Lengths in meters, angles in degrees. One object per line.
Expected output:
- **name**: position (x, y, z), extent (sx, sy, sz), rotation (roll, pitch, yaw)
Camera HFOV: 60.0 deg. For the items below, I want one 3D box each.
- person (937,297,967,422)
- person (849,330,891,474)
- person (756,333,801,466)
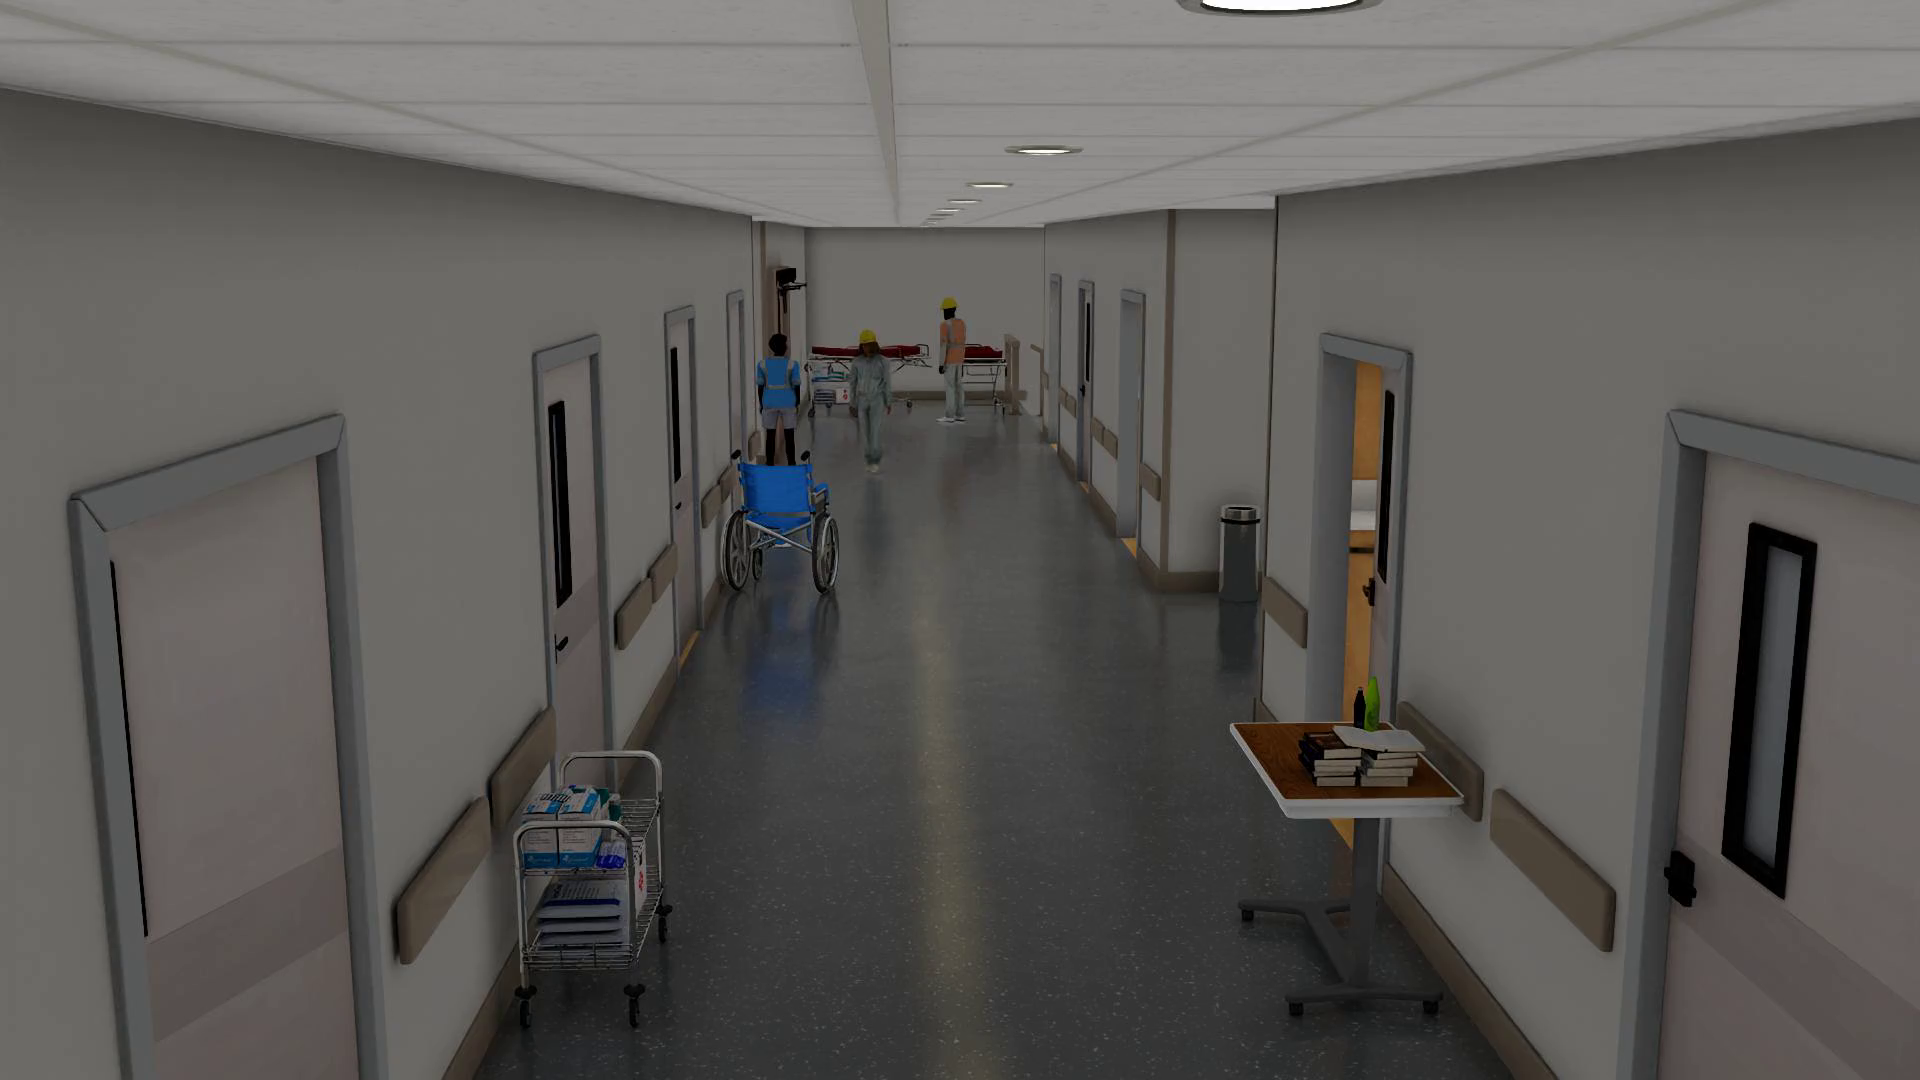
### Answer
- **person**: position (-0.137, -2.775, 25.664), extent (0.398, 1.920, 0.586), rotation (7, 13, 35)
- **person**: position (-1.099, -1.637, 19.859), extent (0.502, 1.722, 0.602), rotation (3, 11, 17)
- **person**: position (-2.138, -1.595, 19.693), extent (0.538, 1.698, 0.320), rotation (1, 10, 5)
